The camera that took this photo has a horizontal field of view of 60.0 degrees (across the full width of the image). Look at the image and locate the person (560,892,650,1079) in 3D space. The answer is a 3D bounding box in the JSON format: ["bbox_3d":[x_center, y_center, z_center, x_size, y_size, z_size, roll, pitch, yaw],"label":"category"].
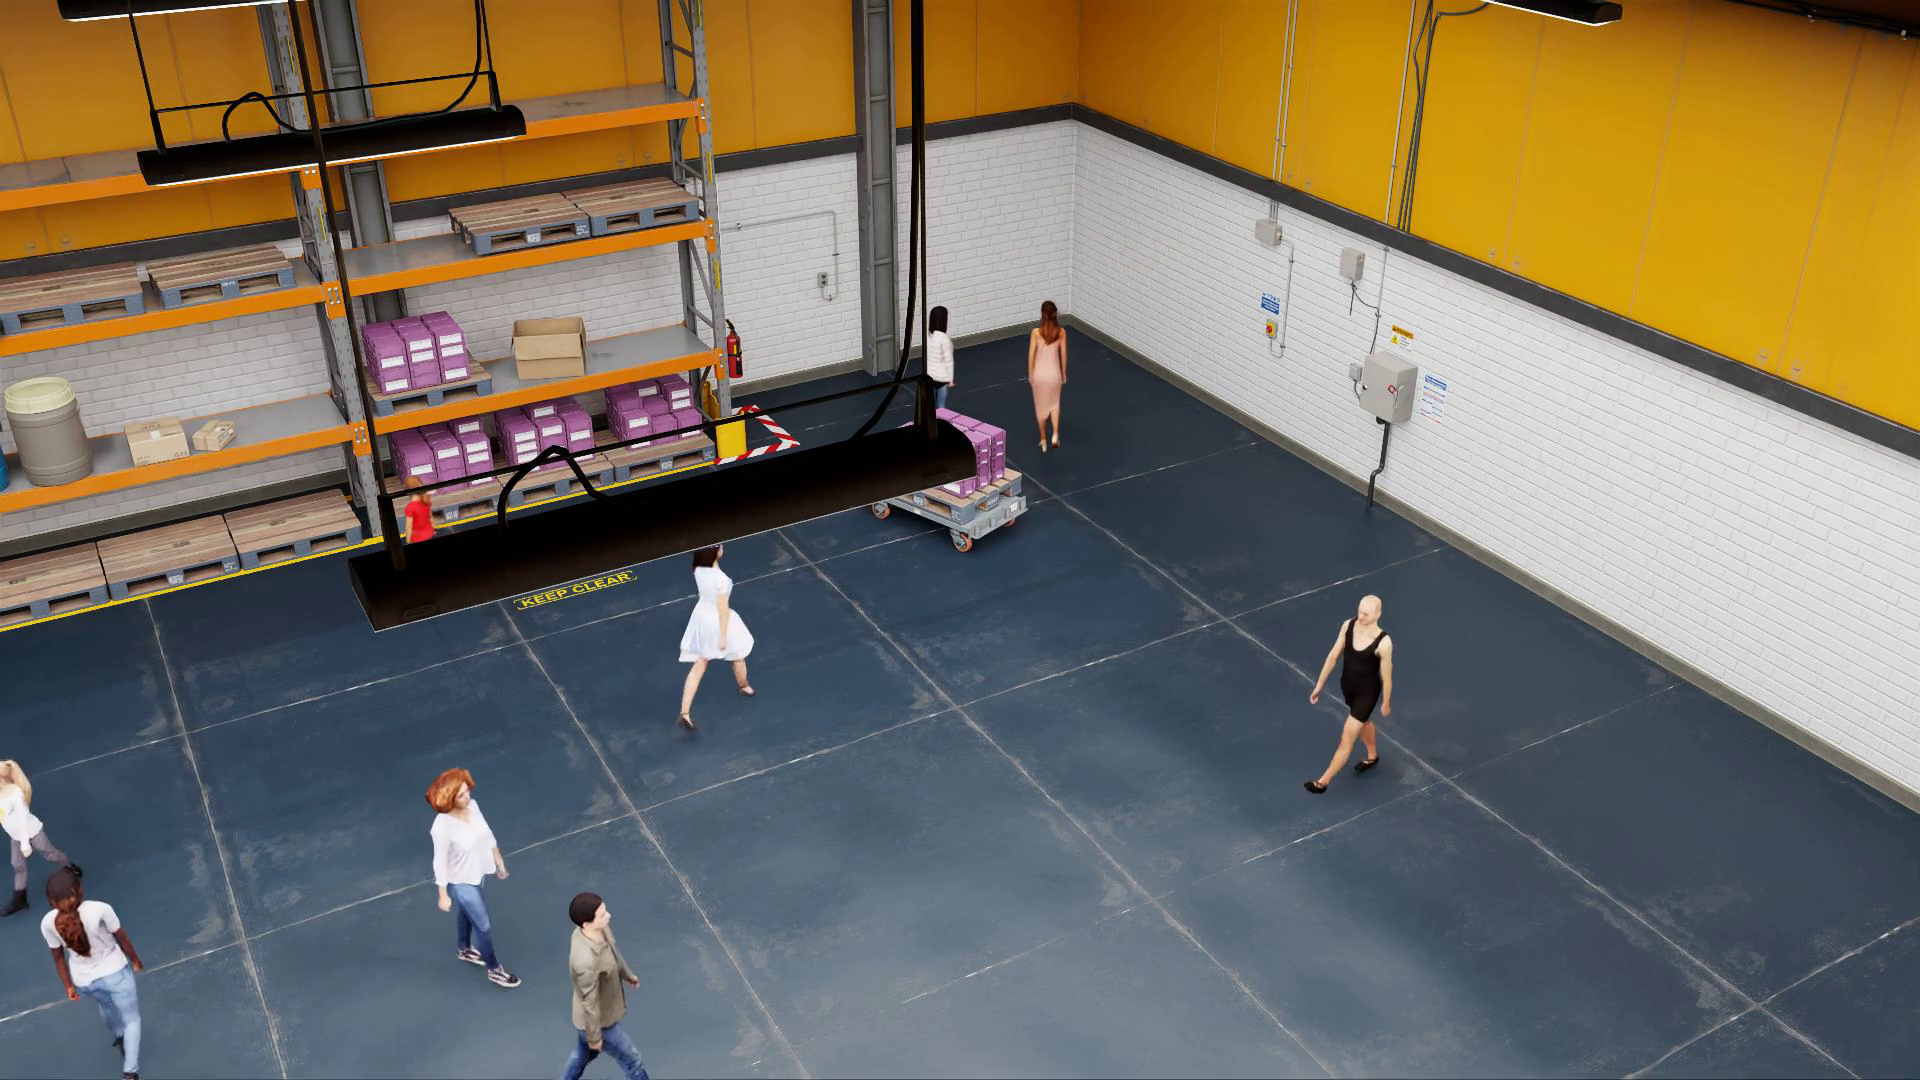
[{"bbox_3d":[-2.313,2.913,10.250,1.243,1.821,0.959,-5,29,-9],"label":"person"}]

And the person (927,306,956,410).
[{"bbox_3d":[-0.258,-1.944,19.346,0.624,1.637,0.665,-25,37,-38],"label":"person"}]

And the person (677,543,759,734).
[{"bbox_3d":[-2.159,0.830,14.125,0.939,1.767,1.280,21,35,33],"label":"person"}]

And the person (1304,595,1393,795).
[{"bbox_3d":[3.308,1.201,13.447,1.140,1.765,0.650,-16,32,-27],"label":"person"}]

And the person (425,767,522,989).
[{"bbox_3d":[-3.500,2.293,11.518,0.987,1.696,0.936,9,30,16],"label":"person"}]

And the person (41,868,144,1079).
[{"bbox_3d":[-5.441,2.816,10.559,1.070,1.696,0.886,-6,29,-11],"label":"person"}]

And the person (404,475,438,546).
[{"bbox_3d":[-5.193,-0.028,16.170,0.704,1.316,0.658,14,31,23],"label":"person"}]

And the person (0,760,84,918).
[{"bbox_3d":[-6.829,2.134,12.278,0.749,1.247,0.949,17,33,29],"label":"person"}]

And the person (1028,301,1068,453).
[{"bbox_3d":[1.002,-1.817,18.917,0.748,1.825,0.782,-3,29,-6],"label":"person"}]
